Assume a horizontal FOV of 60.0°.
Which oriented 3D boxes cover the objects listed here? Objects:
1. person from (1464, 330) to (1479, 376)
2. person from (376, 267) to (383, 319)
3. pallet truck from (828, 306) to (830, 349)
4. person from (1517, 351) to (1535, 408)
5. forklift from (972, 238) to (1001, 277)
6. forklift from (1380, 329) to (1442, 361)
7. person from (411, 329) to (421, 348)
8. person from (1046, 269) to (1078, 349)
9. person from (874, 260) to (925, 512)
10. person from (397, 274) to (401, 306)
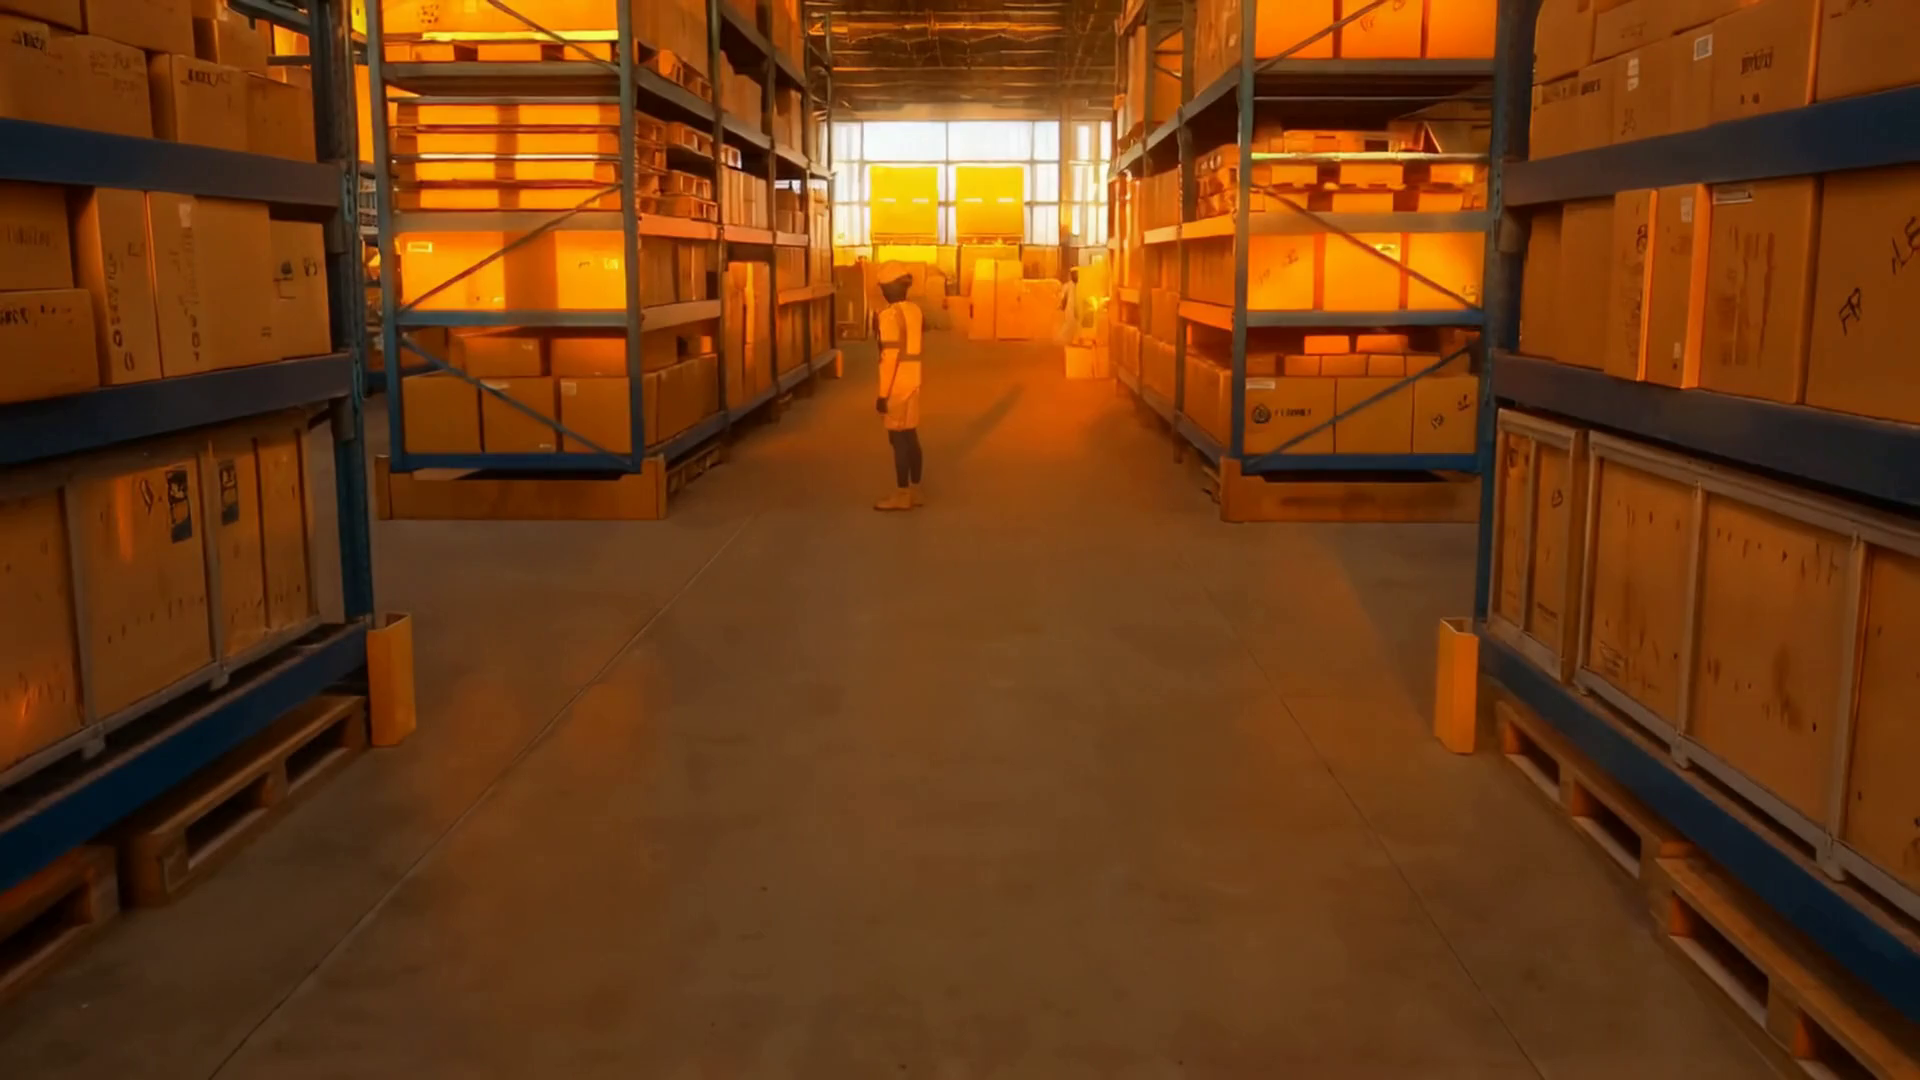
[{"bbox_3d":[7.768,-3.055,24.593,0.639,1.953,0.914,0,9,0],"label":"person"},{"bbox_3d":[-20.636,-8.789,59.228,0.351,1.878,0.568,-3,10,-19],"label":"person"},{"bbox_3d":[-3.100,-3.940,29.800,1.885,1.965,0.823,3,10,19],"label":"pallet truck"},{"bbox_3d":[6.777,-2.076,19.714,0.308,1.639,0.511,1,10,6],"label":"person"},{"bbox_3d":[0.867,-8.532,54.668,1.129,2.768,1.873,0,9,1],"label":"forklift"},{"bbox_3d":[8.783,-4.744,31.979,1.873,2.768,1.129,-5,11,-28],"label":"forklift"},{"bbox_3d":[-10.217,-4.185,31.536,0.955,1.914,0.602,-1,10,-6],"label":"person"},{"bbox_3d":[2.411,-5.250,38.000,0.803,1.891,0.601,0,9,-1],"label":"person"},{"bbox_3d":[-0.519,-1.248,13.548,0.395,2.040,0.609,4,10,25],"label":"person"},{"bbox_3d":[-21.696,-9.562,63.631,0.642,1.938,1.018,-7,12,-37],"label":"person"}]
